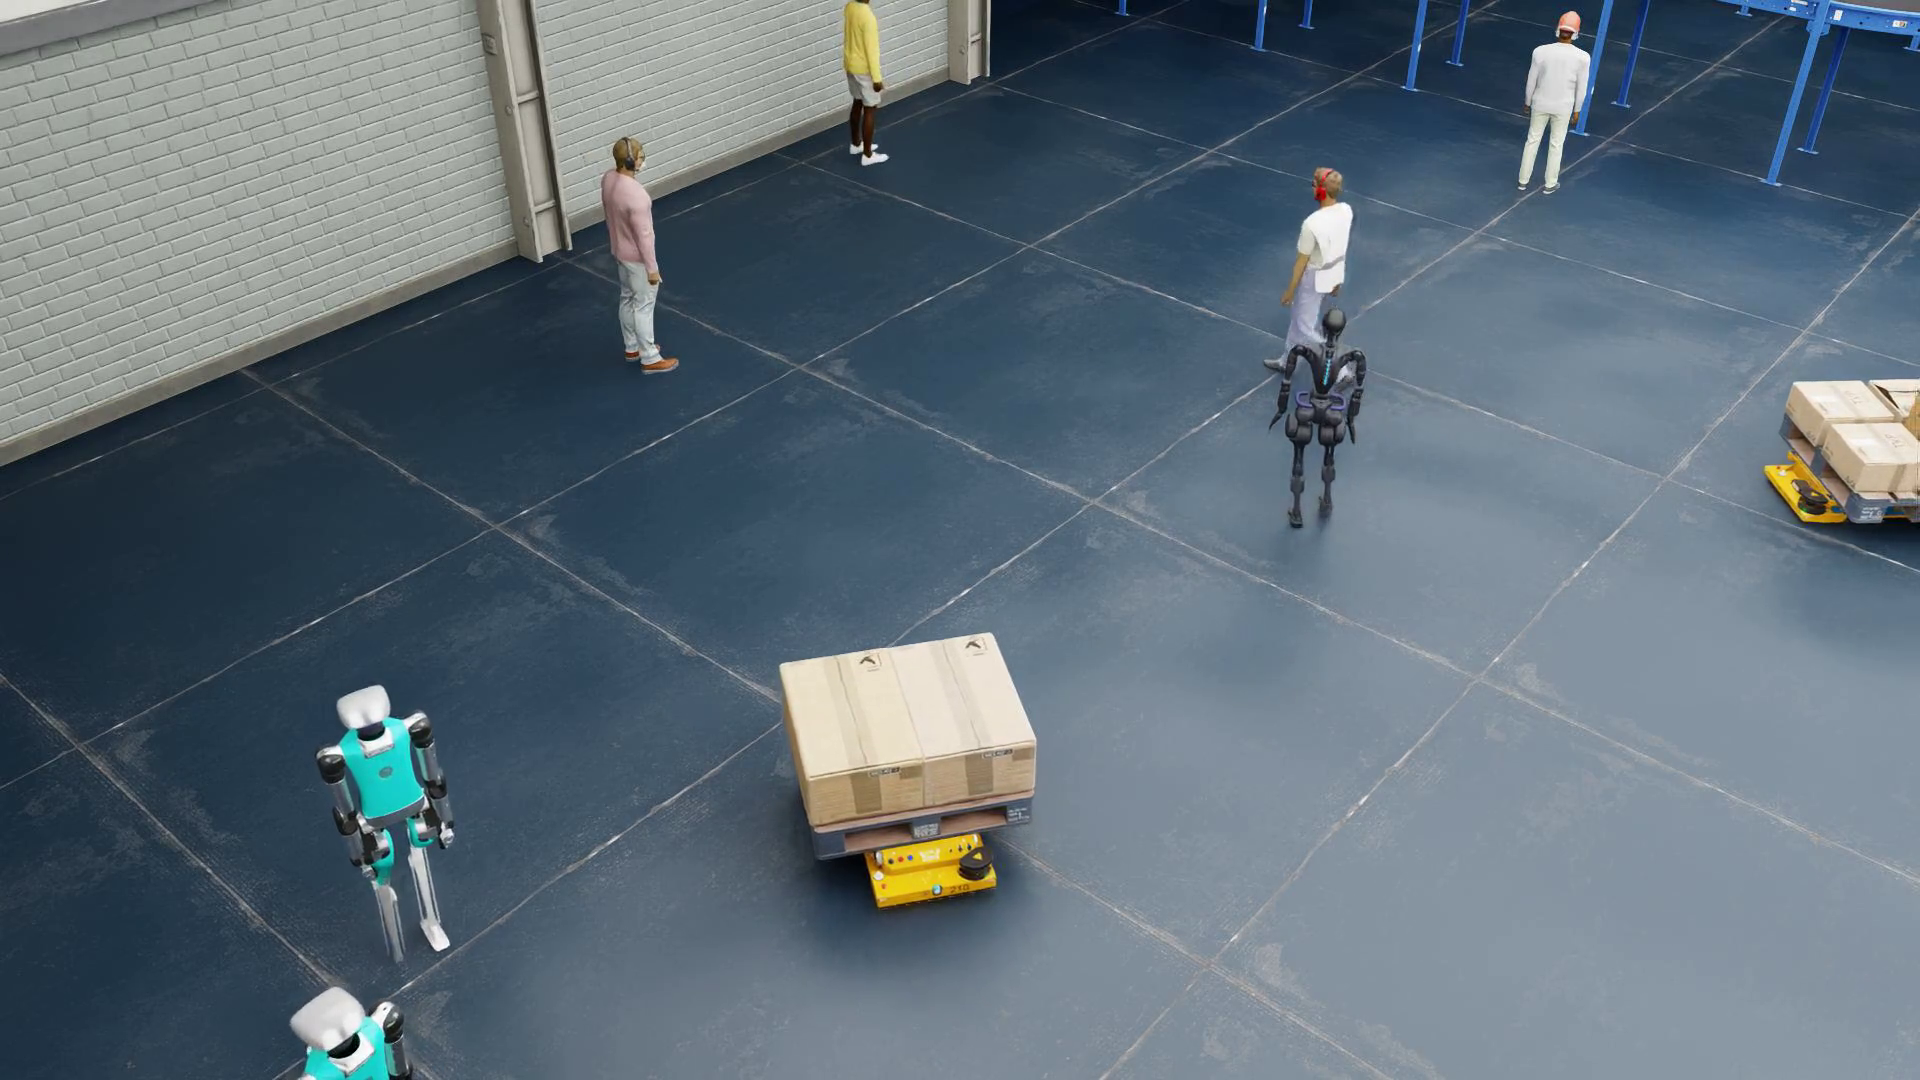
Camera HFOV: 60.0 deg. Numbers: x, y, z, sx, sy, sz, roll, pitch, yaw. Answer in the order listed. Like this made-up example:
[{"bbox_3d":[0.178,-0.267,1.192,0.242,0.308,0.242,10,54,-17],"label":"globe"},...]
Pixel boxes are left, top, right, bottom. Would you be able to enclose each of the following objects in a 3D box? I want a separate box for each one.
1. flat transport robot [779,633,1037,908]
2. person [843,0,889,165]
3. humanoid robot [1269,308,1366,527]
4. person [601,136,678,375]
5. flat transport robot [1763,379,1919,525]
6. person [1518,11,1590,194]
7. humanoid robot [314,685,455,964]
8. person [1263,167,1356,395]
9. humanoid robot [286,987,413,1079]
[{"bbox_3d":[-0.293,1.439,9.367,0.659,0.231,1.431,-8,36,-11],"label":"flat transport robot"},{"bbox_3d":[-0.959,-4.698,16.586,0.380,1.896,0.568,-19,40,-24],"label":"person"},{"bbox_3d":[2.426,-0.865,11.389,0.592,1.654,0.419,5,36,7],"label":"humanoid robot"},{"bbox_3d":[-2.554,-2.236,13.091,0.351,1.936,0.634,-22,41,-27],"label":"person"},{"bbox_3d":[6.622,-0.389,11.934,1.431,0.231,0.659,-1,35,-2],"label":"flat transport robot"},{"bbox_3d":[5.717,-4.207,16.016,0.559,1.748,0.328,17,39,22],"label":"person"},{"bbox_3d":[-2.811,1.383,8.215,0.539,1.847,0.658,-20,40,-26],"label":"humanoid robot"},{"bbox_3d":[2.789,-1.980,12.831,0.812,1.819,0.572,26,43,31],"label":"person"},{"bbox_3d":[-2.567,2.396,6.783,0.796,1.797,0.530,20,40,25],"label":"humanoid robot"}]
